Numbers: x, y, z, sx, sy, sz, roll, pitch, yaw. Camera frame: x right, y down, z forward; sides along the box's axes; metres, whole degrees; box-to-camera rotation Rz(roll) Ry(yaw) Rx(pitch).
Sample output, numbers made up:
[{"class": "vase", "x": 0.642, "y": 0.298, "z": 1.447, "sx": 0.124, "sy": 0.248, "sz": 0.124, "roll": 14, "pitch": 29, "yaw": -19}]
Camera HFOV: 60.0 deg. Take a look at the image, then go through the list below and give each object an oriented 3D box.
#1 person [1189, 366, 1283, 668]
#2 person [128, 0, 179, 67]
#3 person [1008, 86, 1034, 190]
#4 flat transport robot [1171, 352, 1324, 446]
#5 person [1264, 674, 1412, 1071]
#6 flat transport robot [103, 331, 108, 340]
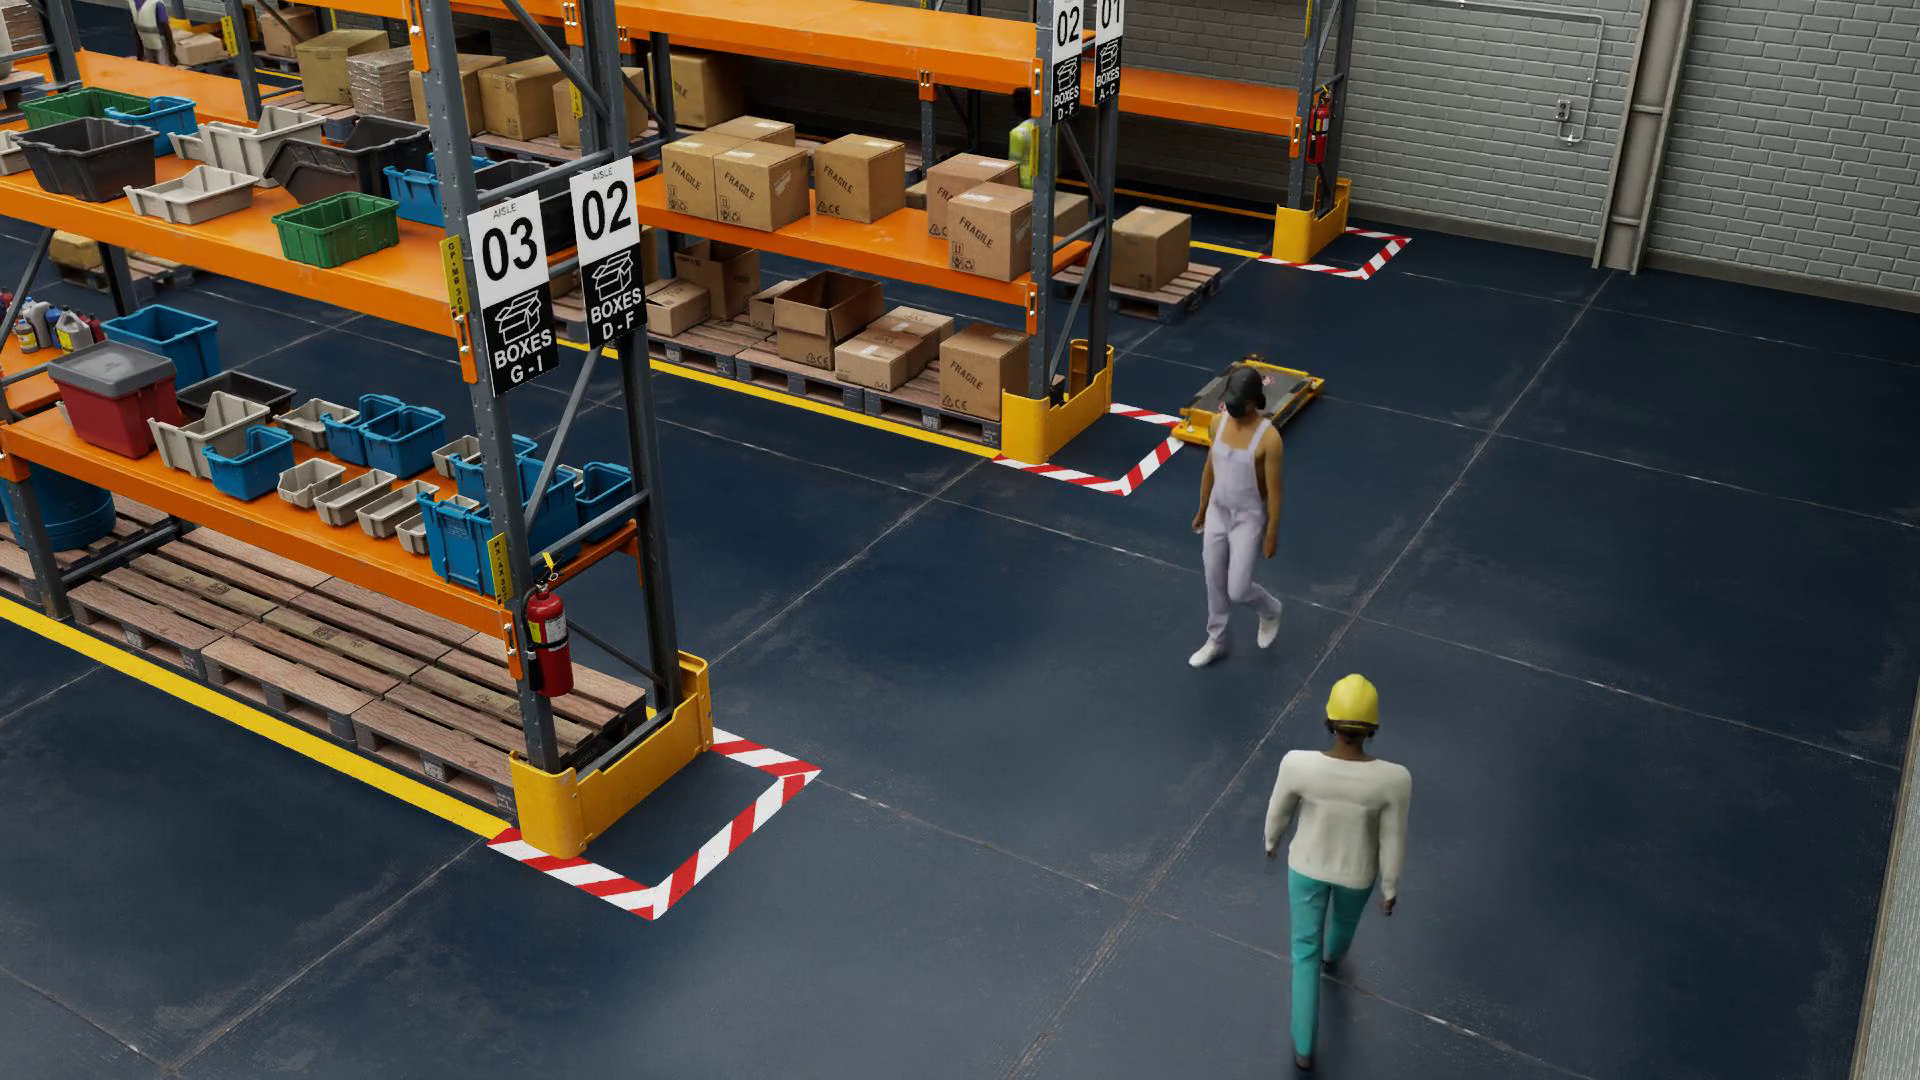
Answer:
[{"class": "person", "x": 1.548, "y": -0.132, "z": 9.244, "sx": 0.538, "sy": 1.847, "sz": 0.526, "roll": -24, "pitch": 37, "yaw": -36}, {"class": "person", "x": -9.251, "y": -5.653, "z": 19.200, "sx": 0.603, "sy": 1.808, "sz": 0.471, "roll": 17, "pitch": 34, "yaw": 28}, {"class": "person", "x": 0.597, "y": -3.234, "z": 14.978, "sx": 0.382, "sy": 1.679, "sz": 0.552, "roll": 18, "pitch": 34, "yaw": 29}, {"class": "flat transport robot", "x": 2.177, "y": -1.027, "z": 12.475, "sx": 0.659, "sy": 0.231, "sz": 1.431, "roll": 16, "pitch": 33, "yaw": 27}, {"class": "person", "x": 1.525, "y": 1.281, "z": 6.840, "sx": 0.551, "sy": 1.714, "sz": 0.909, "roll": 6, "pitch": 30, "yaw": 11}, {"class": "flat transport robot", "x": -6.746, "y": -1.436, "z": 13.209, "sx": 1.431, "sy": 0.231, "sz": 0.659, "roll": 18, "pitch": 34, "yaw": 29}]
